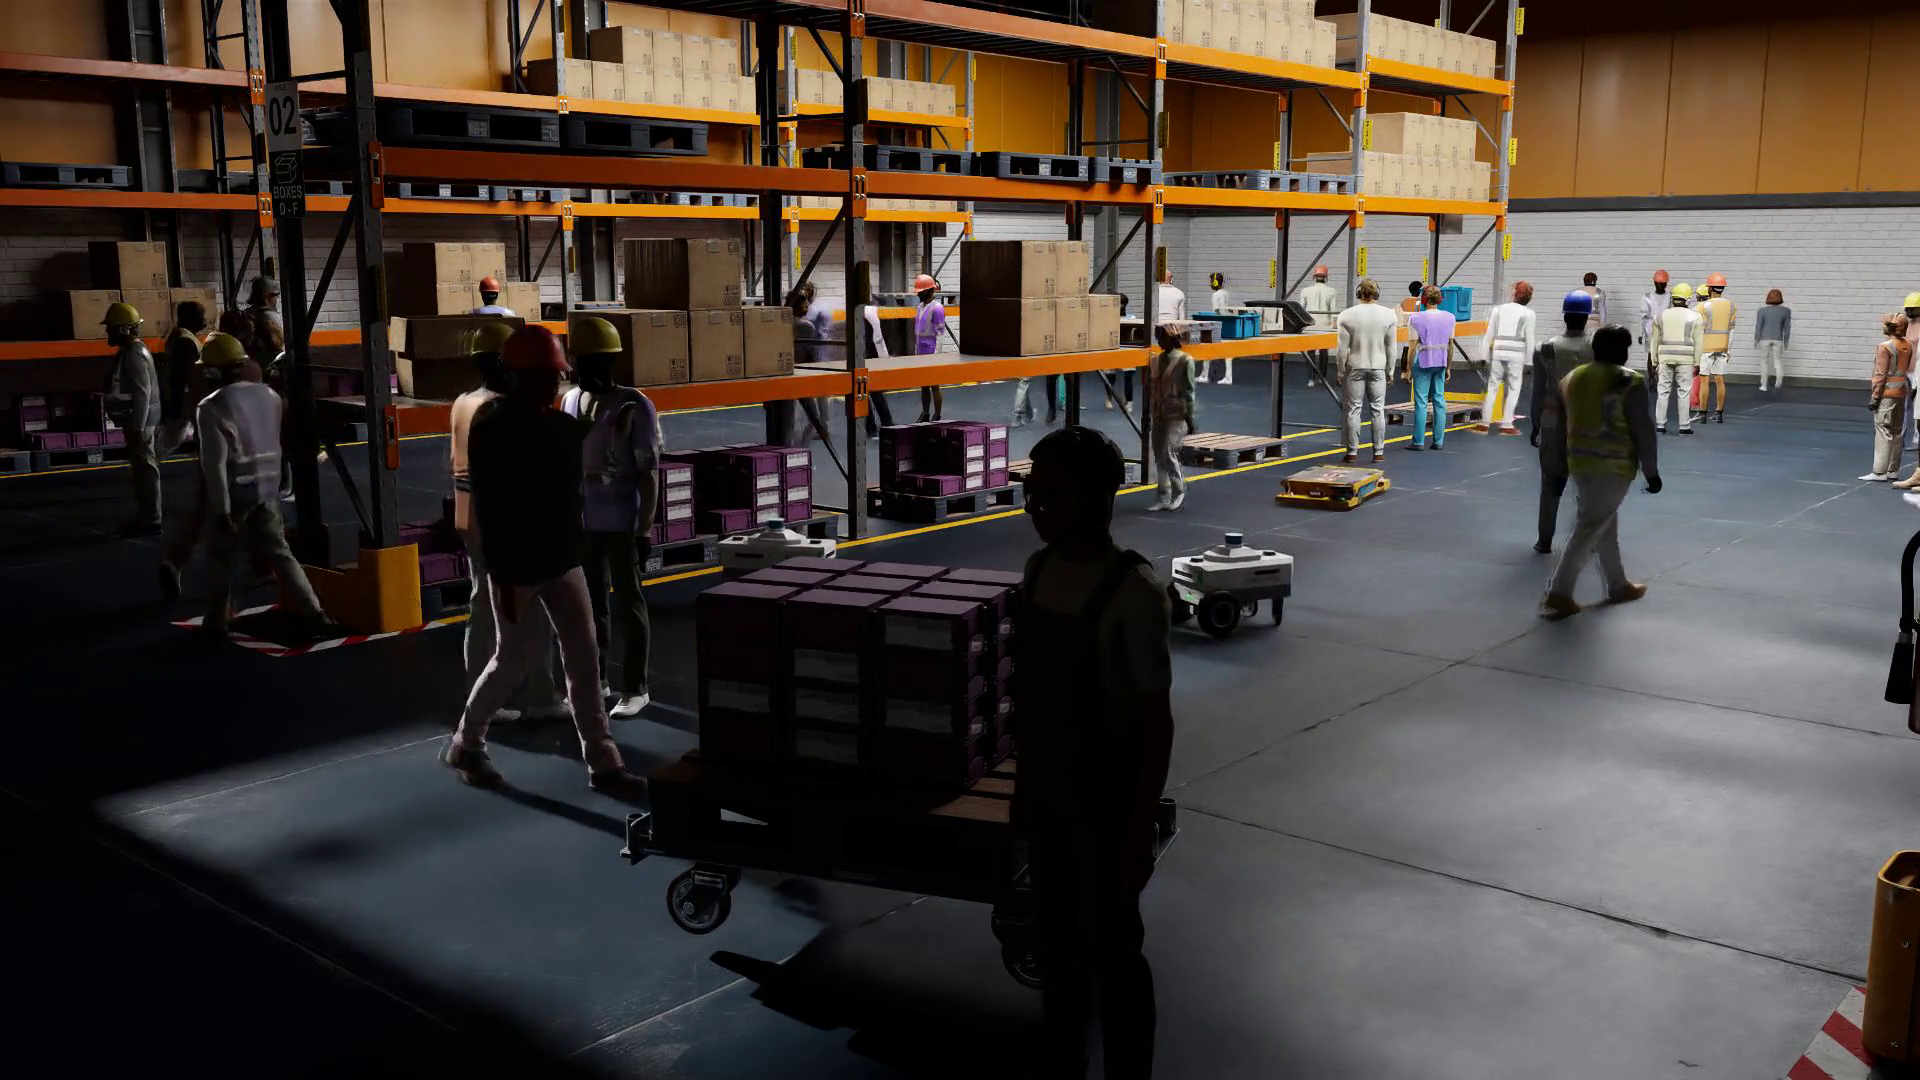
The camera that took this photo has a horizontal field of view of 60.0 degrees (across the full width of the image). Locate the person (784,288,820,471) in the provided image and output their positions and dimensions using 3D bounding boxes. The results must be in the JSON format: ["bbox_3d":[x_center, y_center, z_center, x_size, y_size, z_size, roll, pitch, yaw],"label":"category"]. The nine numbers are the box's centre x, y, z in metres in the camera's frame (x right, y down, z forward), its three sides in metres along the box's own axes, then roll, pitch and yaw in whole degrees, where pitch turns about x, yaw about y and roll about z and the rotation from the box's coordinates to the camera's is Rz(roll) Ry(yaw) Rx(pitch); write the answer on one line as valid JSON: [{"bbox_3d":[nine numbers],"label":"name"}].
[{"bbox_3d":[-1.652,-1.594,16.715,0.530,1.852,0.425,6,11,30],"label":"person"}]

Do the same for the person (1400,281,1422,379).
[{"bbox_3d":[7.762,-3.581,28.473,0.319,1.698,0.532,-7,12,-34],"label":"person"}]

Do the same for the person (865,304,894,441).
[{"bbox_3d":[-1.044,-2.074,19.385,0.659,1.873,0.609,0,10,-1],"label":"person"}]

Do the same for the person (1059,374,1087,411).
[{"bbox_3d":[1.572,-2.669,23.086,0.315,1.769,0.525,9,14,43],"label":"person"}]

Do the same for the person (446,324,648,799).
[{"bbox_3d":[-1.746,0.093,6.852,0.875,1.959,0.631,7,12,33],"label":"person"}]

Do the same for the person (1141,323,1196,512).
[{"bbox_3d":[1.758,-1.031,14.152,0.384,1.626,0.550,-8,13,-40],"label":"person"}]

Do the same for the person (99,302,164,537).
[{"bbox_3d":[-6.492,-0.942,13.058,0.404,1.834,0.591,-6,11,-29],"label":"person"}]

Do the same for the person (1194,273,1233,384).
[{"bbox_3d":[4.245,-3.519,27.718,0.834,1.832,0.531,9,13,42],"label":"person"}]

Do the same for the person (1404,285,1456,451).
[{"bbox_3d":[5.217,-1.901,18.483,0.567,1.847,0.389,-3,10,-15],"label":"person"}]

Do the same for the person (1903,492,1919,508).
[{"bbox_3d":[8.506,-1.114,14.101,0.646,1.806,0.953,0,10,0],"label":"person"}]

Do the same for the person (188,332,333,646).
[{"bbox_3d":[-3.986,-0.273,9.369,0.874,1.800,0.593,5,11,25],"label":"person"}]

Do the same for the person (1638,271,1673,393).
[{"bbox_3d":[10.858,-3.227,25.878,0.573,1.894,0.960,4,11,20],"label":"person"}]

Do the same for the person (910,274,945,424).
[{"bbox_3d":[-0.414,-2.320,20.635,0.368,1.929,0.542,-7,12,-33],"label":"person"}]

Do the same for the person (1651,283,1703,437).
[{"bbox_3d":[8.619,-2.161,19.998,0.588,1.835,0.404,9,13,40],"label":"person"}]

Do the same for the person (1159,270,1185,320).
[{"bbox_3d":[3.321,-3.414,26.978,0.653,1.894,0.401,0,10,0],"label":"person"}]

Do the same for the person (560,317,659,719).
[{"bbox_3d":[-1.716,-0.105,8.024,0.585,1.928,0.370,6,11,29],"label":"person"}]

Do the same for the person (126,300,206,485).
[{"bbox_3d":[-7.139,-1.293,15.208,0.996,1.792,0.636,-6,11,-29],"label":"person"}]

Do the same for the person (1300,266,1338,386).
[{"bbox_3d":[5.906,-3.538,27.488,0.634,1.943,0.982,2,10,13],"label":"person"}]

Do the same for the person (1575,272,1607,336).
[{"bbox_3d":[10.823,-3.684,28.673,0.621,1.837,0.429,7,12,36],"label":"person"}]

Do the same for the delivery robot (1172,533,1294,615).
[{"bbox_3d":[1.631,0.203,9.915,0.707,0.478,0.477,-5,11,-25],"label":"delivery robot"}]

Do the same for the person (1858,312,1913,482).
[{"bbox_3d":[8.988,-1.379,16.091,0.514,1.645,0.309,-7,12,-34],"label":"person"}]

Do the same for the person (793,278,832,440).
[{"bbox_3d":[-1.824,-2.093,19.395,0.653,1.901,0.906,7,12,34],"label":"person"}]

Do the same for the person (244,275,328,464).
[{"bbox_3d":[-7.012,-1.717,16.885,0.695,2.000,1.045,6,12,32],"label":"person"}]

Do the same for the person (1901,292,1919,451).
[{"bbox_3d":[10.622,-1.880,18.599,0.331,1.765,0.533,-3,10,-15],"label":"person"}]

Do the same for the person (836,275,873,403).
[{"bbox_3d":[-1.518,-2.982,24.195,0.561,2.037,0.630,-7,12,-33],"label":"person"}]

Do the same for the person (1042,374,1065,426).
[{"bbox_3d":[1.302,-2.396,21.010,0.624,1.939,0.664,3,10,16],"label":"person"}]

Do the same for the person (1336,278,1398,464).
[{"bbox_3d":[4.250,-1.763,17.433,0.627,1.941,0.370,1,10,8],"label":"person"}]

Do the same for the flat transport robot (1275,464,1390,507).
[{"bbox_3d":[3.373,-0.498,14.977,0.652,0.197,1.431,5,11,28],"label":"flat transport robot"}]

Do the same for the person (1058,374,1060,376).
[{"bbox_3d":[1.682,-3.724,29.455,0.311,1.636,0.527,-4,11,-19],"label":"person"}]

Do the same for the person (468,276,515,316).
[{"bbox_3d":[-5.235,-1.973,18.632,0.549,1.936,0.377,-6,11,-29],"label":"person"}]

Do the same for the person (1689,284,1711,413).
[{"bbox_3d":[10.204,-2.639,22.914,0.314,1.767,0.534,0,10,1],"label":"person"}]

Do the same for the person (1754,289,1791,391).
[{"bbox_3d":[12.803,-3.144,26.209,0.501,1.617,0.502,2,10,12],"label":"person"}]

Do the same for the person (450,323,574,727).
[{"bbox_3d":[-2.141,-0.065,7.846,0.601,1.898,0.615,9,13,42],"label":"person"}]

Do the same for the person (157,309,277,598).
[{"bbox_3d":[-4.816,-0.559,10.818,0.657,1.868,0.864,5,11,25],"label":"person"}]

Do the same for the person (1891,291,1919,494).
[{"bbox_3d":[8.928,-1.435,15.269,0.372,2.044,0.608,0,10,1],"label":"person"}]

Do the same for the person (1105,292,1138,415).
[{"bbox_3d":[2.183,-2.569,22.806,0.531,1.663,0.754,0,10,-2],"label":"person"}]

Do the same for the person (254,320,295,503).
[{"bbox_3d":[-6.074,-1.143,14.803,0.494,1.623,0.290,7,12,33],"label":"person"}]

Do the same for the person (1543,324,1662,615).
[{"bbox_3d":[3.988,-0.442,10.360,0.999,1.798,0.621,-5,11,-24],"label":"person"}]

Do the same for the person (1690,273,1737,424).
[{"bbox_3d":[9.676,-2.460,21.408,0.545,1.939,0.354,-2,10,-11],"label":"person"}]

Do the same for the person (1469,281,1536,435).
[{"bbox_3d":[6.565,-2.189,20.111,0.751,1.861,0.379,9,13,41],"label":"person"}]

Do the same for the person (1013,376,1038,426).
[{"bbox_3d":[0.878,-2.319,21.267,0.511,1.691,0.895,6,11,29],"label":"person"}]

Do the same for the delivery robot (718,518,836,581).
[{"bbox_3d":[-1.154,0.105,10.472,0.707,0.478,0.477,2,10,13],"label":"delivery robot"}]

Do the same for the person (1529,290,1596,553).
[{"bbox_3d":[4.503,-0.858,12.254,0.604,1.949,0.384,3,10,15],"label":"person"}]

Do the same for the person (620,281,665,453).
[{"bbox_3d":[-3.503,-1.836,17.858,0.633,1.935,1.042,7,12,34],"label":"person"}]

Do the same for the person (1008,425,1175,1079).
[{"bbox_3d":[0.296,0.638,4.029,0.325,1.843,0.516,-7,12,-33],"label":"person"}]
